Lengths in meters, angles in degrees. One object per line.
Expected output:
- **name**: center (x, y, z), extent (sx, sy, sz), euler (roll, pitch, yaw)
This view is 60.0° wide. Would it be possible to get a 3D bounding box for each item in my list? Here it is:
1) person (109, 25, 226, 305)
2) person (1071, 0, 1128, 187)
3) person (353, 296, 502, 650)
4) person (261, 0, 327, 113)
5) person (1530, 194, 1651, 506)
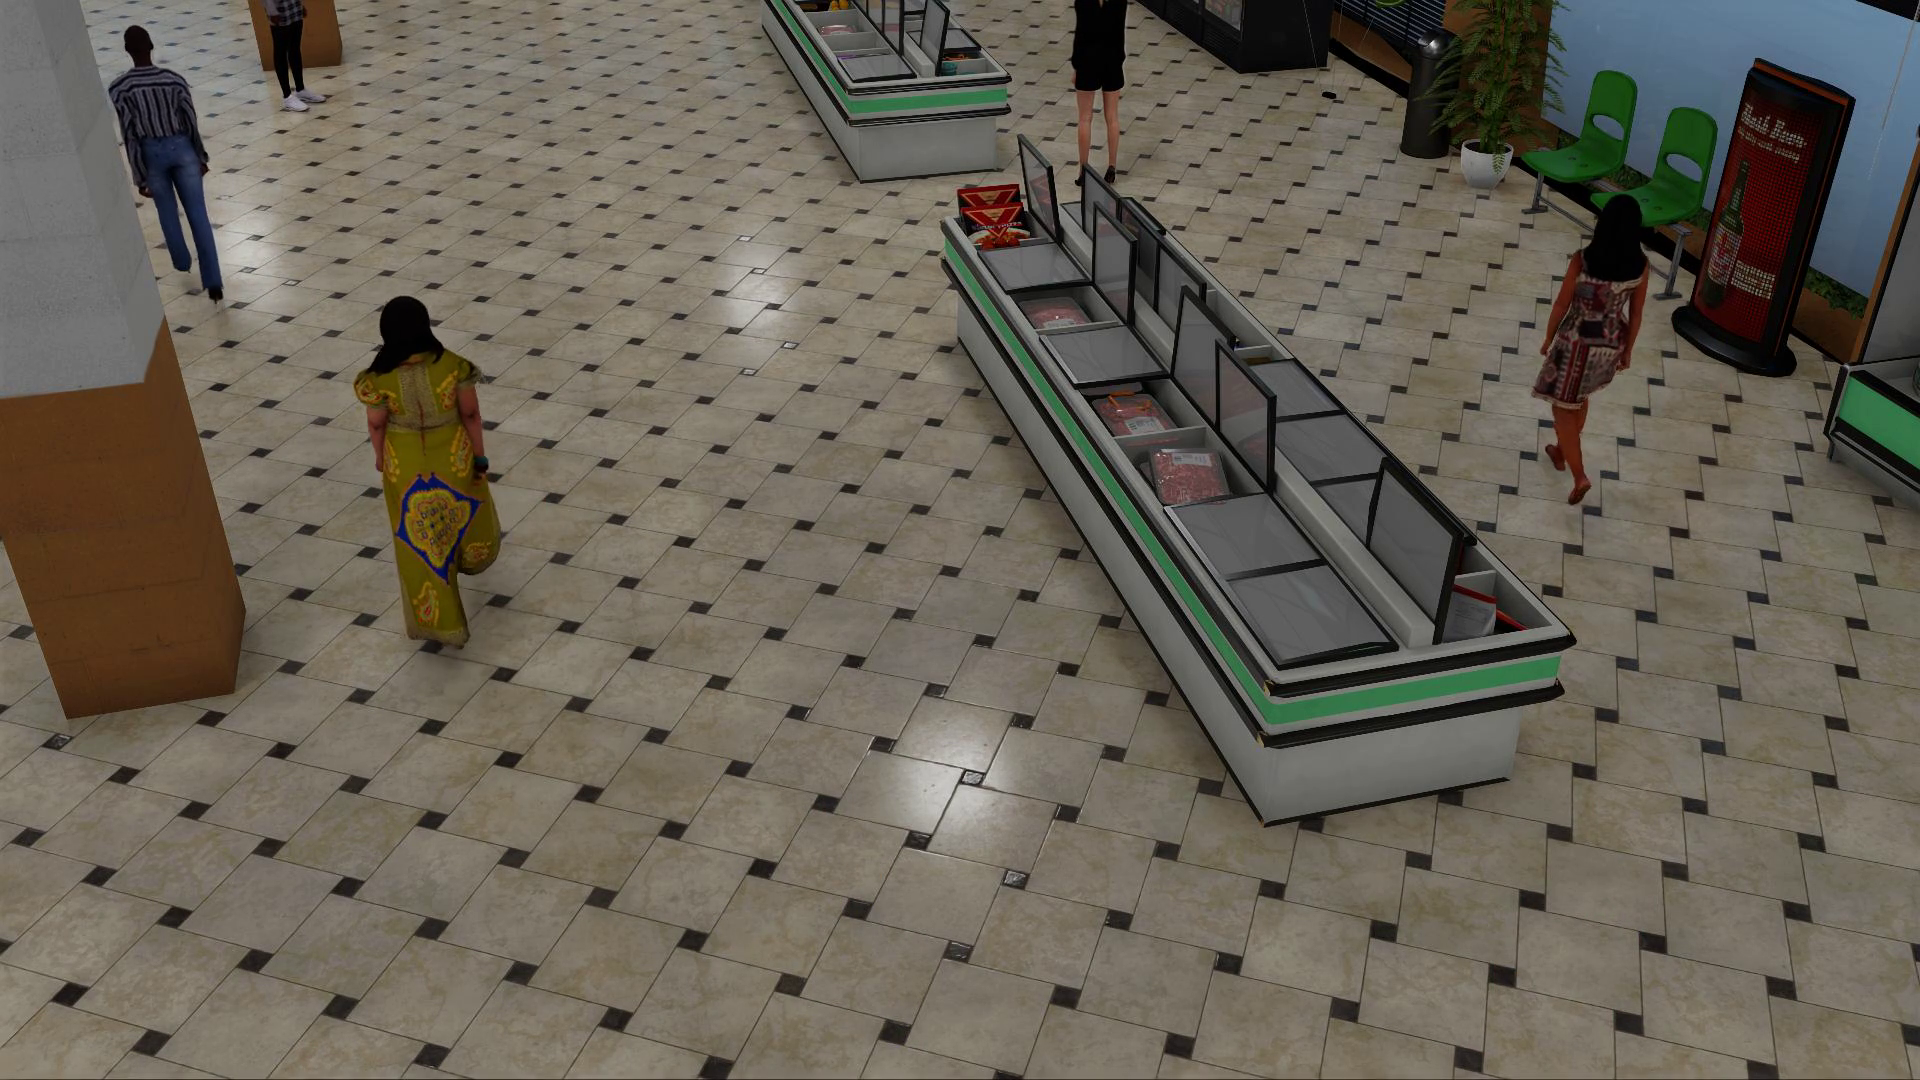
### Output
- **person**: center (-5.044, -2.346, 10.697), extent (0.881, 1.736, 1.250), euler (-17, 36, -26)
- **person**: center (1.039, -3.560, 12.619), extent (0.576, 1.767, 0.509), euler (-7, 33, -12)
- **person**: center (-2.351, -0.261, 7.463), extent (0.917, 1.613, 1.363), euler (-15, 35, -23)
- **person**: center (-5.862, -4.630, 14.335), extent (0.756, 1.771, 0.645), euler (9, 33, 14)
- **person**: center (3.250, -0.953, 8.566), extent (0.784, 1.623, 1.089), euler (-1, 32, -1)
